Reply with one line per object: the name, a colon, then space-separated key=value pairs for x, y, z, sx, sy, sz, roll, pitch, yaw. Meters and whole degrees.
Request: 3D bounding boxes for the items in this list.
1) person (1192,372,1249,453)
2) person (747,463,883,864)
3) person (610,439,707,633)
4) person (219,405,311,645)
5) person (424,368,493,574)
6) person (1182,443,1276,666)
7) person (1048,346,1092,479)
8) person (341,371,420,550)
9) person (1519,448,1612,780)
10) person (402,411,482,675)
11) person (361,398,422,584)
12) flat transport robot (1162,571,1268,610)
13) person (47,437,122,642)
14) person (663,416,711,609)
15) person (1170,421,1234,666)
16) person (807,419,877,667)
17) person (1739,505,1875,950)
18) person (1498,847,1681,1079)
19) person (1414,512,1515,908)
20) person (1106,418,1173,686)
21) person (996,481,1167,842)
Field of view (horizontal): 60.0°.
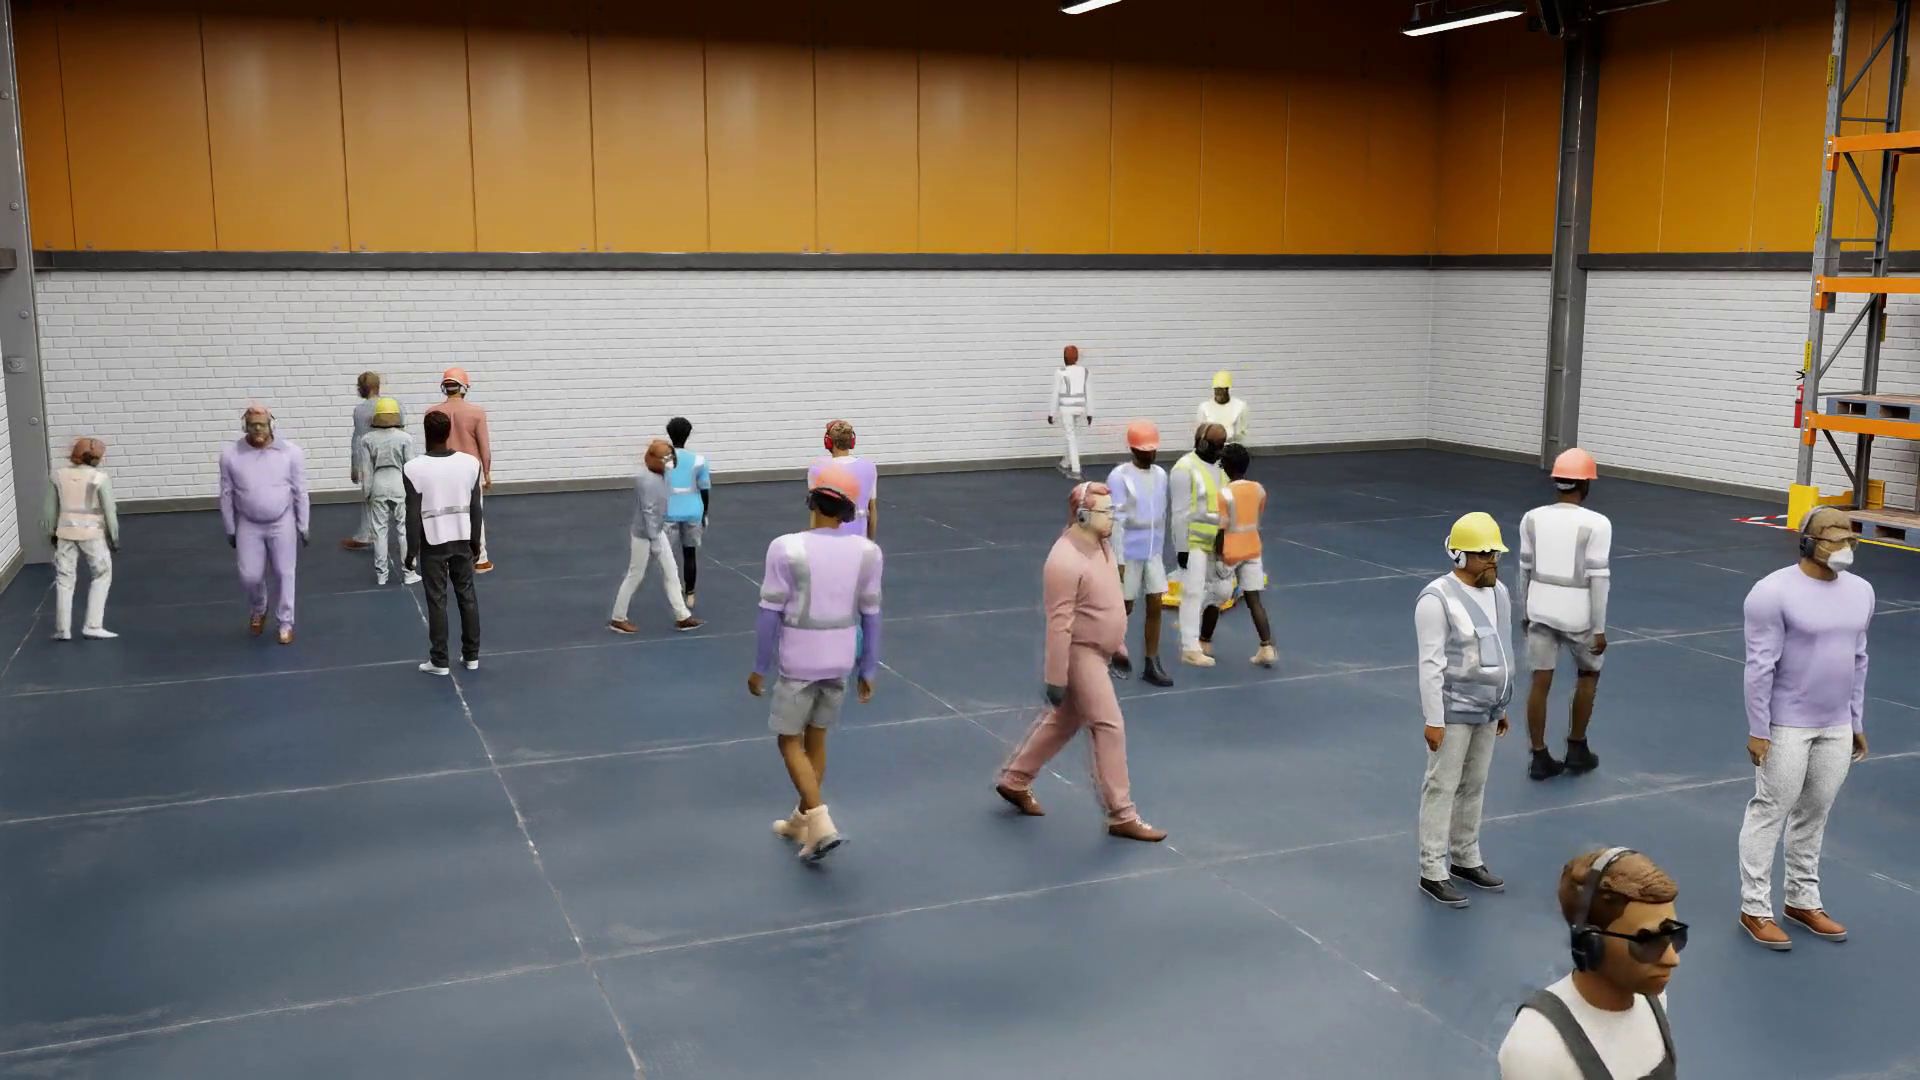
person: x=2.914 y=-0.990 z=18.642 sx=0.613 sy=1.779 sz=0.943 roll=4 pitch=10 yaw=24
person: x=-0.710 y=0.617 z=8.314 sx=0.656 sy=1.999 sz=0.734 roll=-6 pitch=11 yaw=-32
person: x=-2.431 y=-0.018 z=13.315 sx=0.850 sy=1.580 sz=0.533 roll=2 pitch=10 yaw=11
person: x=-5.426 y=-0.116 z=13.015 sx=0.651 sy=1.893 sz=0.443 roll=-3 pitch=10 yaw=-18
person: x=-4.811 y=-0.660 z=16.008 sx=0.608 sy=1.985 sz=0.396 roll=-1 pitch=9 yaw=-4
person: x=2.060 y=0.100 z=12.387 sx=0.532 sy=1.657 sz=0.824 roll=-5 pitch=11 yaw=-30
person: x=1.493 y=-1.796 z=23.343 sx=0.599 sy=1.837 sz=0.892 roll=-6 pitch=11 yaw=-31
person: x=-5.950 y=-0.794 z=17.136 sx=1.029 sy=1.896 sz=0.639 roll=2 pitch=10 yaw=13
person: x=3.540 y=0.422 z=9.651 sx=0.681 sy=1.915 sz=0.579 roll=-9 pitch=13 yaw=-44
person: x=-3.742 y=0.023 z=12.076 sx=0.589 sy=1.920 sz=0.392 roll=-9 pitch=13 yaw=-42
person: x=-5.302 y=-0.454 z=15.498 sx=0.492 sy=1.740 sz=0.324 roll=-1 pitch=9 yaw=-6
flat transport robot: x=2.246 y=0.385 z=14.860 sx=0.652 sy=0.197 sz=1.431 roll=4 pitch=10 yaw=25
person: x=-6.956 y=0.000 z=13.147 sx=0.583 sy=1.615 sz=0.374 roll=1 pitch=9 yaw=6
person: x=-2.385 y=-0.207 z=14.188 sx=0.556 sy=1.678 sz=0.518 roll=-3 pitch=10 yaw=-19
person: x=1.784 y=0.024 z=12.368 sx=0.641 sy=1.829 sz=0.460 roll=-8 pitch=13 yaw=-42
person: x=-0.856 y=0.043 z=12.167 sx=0.570 sy=1.844 sz=0.377 roll=-7 pitch=11 yaw=-35
person: x=3.696 y=0.807 z=7.260 sx=0.630 sy=1.940 sz=0.373 roll=-3 pitch=10 yaw=-17
person: x=1.278 y=1.501 z=3.367 sx=0.539 sy=1.830 sz=0.509 roll=-7 pitch=12 yaw=-38
person: x=2.369 y=0.776 z=7.767 sx=0.590 sy=1.833 sz=0.404 roll=-8 pitch=12 yaw=-38
person: x=1.222 y=0.063 z=11.874 sx=0.545 sy=1.908 sz=0.771 roll=-6 pitch=11 yaw=-33
person: x=0.607 y=0.606 z=8.701 sx=0.958 sy=1.868 sz=0.640 roll=3 pitch=10 yaw=19
